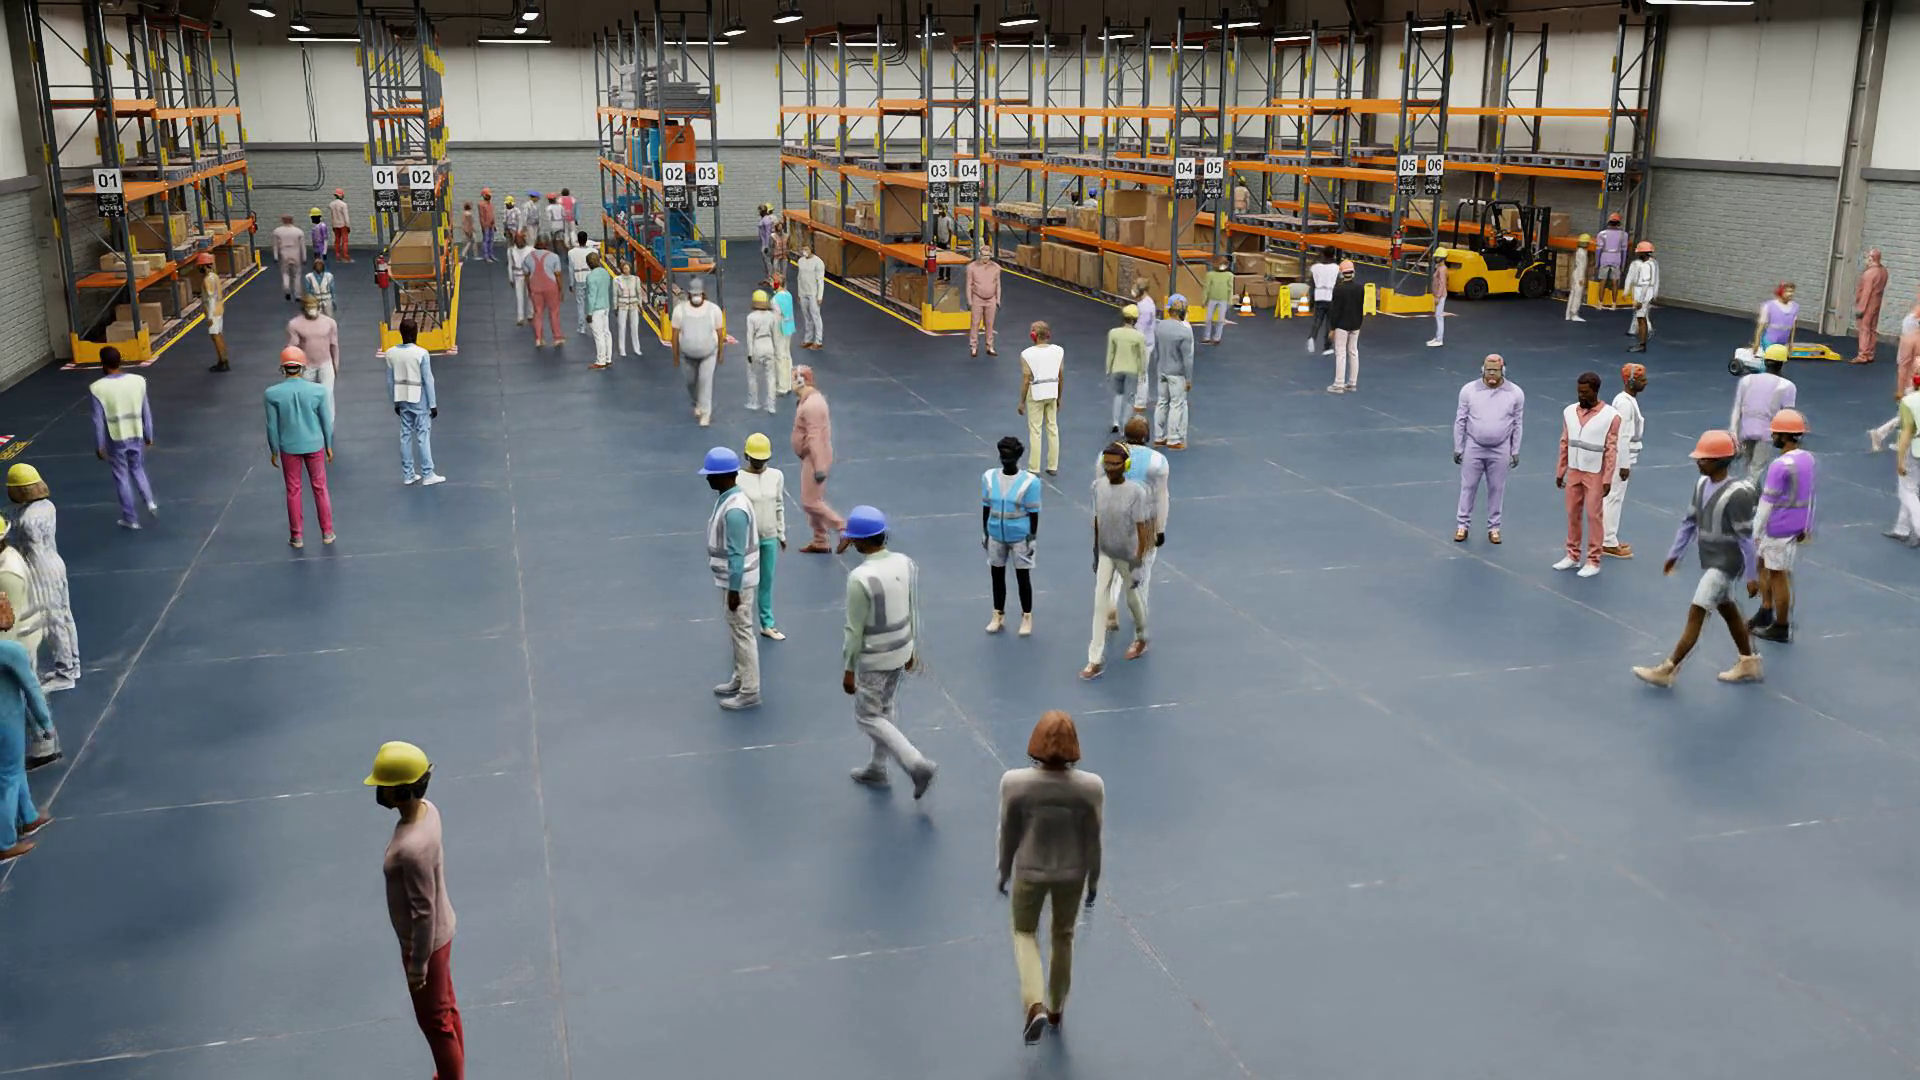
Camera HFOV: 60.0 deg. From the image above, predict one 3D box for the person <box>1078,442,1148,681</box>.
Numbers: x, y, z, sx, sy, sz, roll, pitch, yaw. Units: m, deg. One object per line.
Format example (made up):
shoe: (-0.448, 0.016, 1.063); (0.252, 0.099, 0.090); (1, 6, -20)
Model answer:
person: (1.244, 0.126, 12.895); (0.541, 1.833, 0.956); (9, 18, 31)

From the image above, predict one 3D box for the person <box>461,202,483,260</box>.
person: (-13.456, -8.484, 45.668); (0.518, 1.612, 0.532); (-7, 17, -25)

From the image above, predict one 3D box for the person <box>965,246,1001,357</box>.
person: (0.414, -4.127, 28.735); (0.639, 1.903, 0.409); (-5, 16, -17)

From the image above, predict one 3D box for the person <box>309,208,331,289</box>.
person: (-14.663, -6.634, 38.118); (0.369, 1.928, 0.585); (-13, 20, -41)

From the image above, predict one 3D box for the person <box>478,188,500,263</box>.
person: (-12.797, -8.527, 45.108); (0.375, 1.997, 0.611); (5, 16, 18)

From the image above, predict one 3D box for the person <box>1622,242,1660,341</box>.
person: (12.594, -4.568, 30.620); (0.595, 1.789, 0.839); (-5, 16, -17)

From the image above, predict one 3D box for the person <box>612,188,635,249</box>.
person: (-9.383, -8.917, 46.609); (0.664, 1.981, 0.631); (5, 16, 18)

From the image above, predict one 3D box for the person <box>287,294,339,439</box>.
person: (-8.497, -2.311, 21.917); (0.629, 1.904, 0.943); (-7, 16, -24)

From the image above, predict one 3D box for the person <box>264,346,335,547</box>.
person: (-6.535, -0.924, 16.501); (0.612, 1.995, 0.382); (-7, 17, -26)

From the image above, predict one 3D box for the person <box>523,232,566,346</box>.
person: (-7.465, -4.529, 29.981); (0.688, 2.000, 0.536); (1, 15, 5)

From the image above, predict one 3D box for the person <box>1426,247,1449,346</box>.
person: (8.599, -4.369, 29.900); (0.304, 1.772, 0.528); (4, 15, 14)

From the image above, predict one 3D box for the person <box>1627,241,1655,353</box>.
person: (11.924, -4.246, 29.114); (0.375, 1.935, 0.551); (8, 17, 28)

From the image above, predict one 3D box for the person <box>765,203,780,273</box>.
person: (-4.732, -7.503, 41.613); (0.416, 1.819, 0.607); (5, 16, 17)

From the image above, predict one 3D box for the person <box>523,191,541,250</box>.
person: (-11.704, -8.615, 45.673); (0.722, 1.879, 0.671); (7, 17, 25)

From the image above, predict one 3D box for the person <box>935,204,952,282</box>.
person: (-0.418, -7.239, 40.504); (0.328, 1.872, 0.510); (-13, 20, -40)

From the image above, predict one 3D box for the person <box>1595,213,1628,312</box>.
person: (13.605, -5.810, 34.794); (0.611, 2.042, 0.394); (5, 16, 18)

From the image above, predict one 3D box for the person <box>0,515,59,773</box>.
person: (-6.306, 0.684, 10.783); (0.658, 1.812, 0.626); (-11, 19, -36)

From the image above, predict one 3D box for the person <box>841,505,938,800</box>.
person: (-0.437, 0.727, 10.444); (0.721, 1.917, 0.650); (9, 18, 32)

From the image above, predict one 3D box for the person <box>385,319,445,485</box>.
person: (-6.295, -1.584, 19.139); (0.591, 1.916, 0.392); (5, 16, 17)

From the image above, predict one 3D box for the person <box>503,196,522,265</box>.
person: (-11.961, -8.252, 44.387); (0.602, 1.830, 0.404); (7, 17, 26)

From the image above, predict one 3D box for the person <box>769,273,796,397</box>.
person: (-2.660, -3.059, 24.821); (0.387, 1.846, 0.566); (4, 15, 13)

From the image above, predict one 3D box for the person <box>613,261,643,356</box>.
person: (-5.747, -4.008, 28.790); (0.516, 1.640, 0.310); (-8, 17, -27)

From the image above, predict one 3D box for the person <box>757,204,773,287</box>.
person: (-4.602, -6.976, 39.381); (0.359, 1.938, 0.632); (-3, 15, -12)

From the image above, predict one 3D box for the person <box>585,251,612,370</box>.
person: (-5.942, -3.757, 27.279); (0.373, 1.935, 0.628); (4, 15, 13)

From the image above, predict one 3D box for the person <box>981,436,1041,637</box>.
person: (0.418, -0.035, 13.750); (0.534, 1.692, 0.319); (7, 16, 25)

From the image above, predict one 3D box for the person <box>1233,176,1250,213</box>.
person: (9.017, -10.694, 53.402); (0.594, 1.922, 0.385); (6, 16, 23)

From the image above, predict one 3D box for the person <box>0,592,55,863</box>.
person: (-5.571, 1.049, 9.812); (0.518, 1.608, 0.684); (4, 15, 15)

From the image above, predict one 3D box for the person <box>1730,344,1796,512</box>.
person: (8.437, -1.124, 17.512); (1.028, 1.868, 0.594); (-12, 19, -37)

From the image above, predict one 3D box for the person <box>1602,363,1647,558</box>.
person: (6.443, -0.778, 16.169); (0.355, 1.883, 0.572); (5, 16, 19)

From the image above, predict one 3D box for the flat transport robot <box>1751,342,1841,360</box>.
flat transport robot: (14.279, -3.260, 28.597); (1.431, 0.197, 0.652); (2, 15, 8)

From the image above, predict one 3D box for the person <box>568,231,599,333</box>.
person: (-7.119, -4.891, 31.576); (0.598, 1.917, 0.378); (-6, 16, -20)

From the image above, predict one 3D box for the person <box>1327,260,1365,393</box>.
person: (5.827, -3.224, 25.168); (0.611, 1.990, 0.392); (-8, 17, -27)

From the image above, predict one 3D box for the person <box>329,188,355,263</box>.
person: (-16.772, -8.516, 45.073); (0.617, 1.990, 0.393); (7, 17, 25)

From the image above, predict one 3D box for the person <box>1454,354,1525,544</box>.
person: (5.263, -0.906, 16.604); (0.651, 1.906, 0.403); (4, 15, 14)

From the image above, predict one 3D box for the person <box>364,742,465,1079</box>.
person: (-2.312, 1.694, 7.091); (0.315, 1.767, 0.535); (-4, 15, -14)

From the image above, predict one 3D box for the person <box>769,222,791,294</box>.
person: (-4.099, -6.419, 37.860); (0.523, 1.639, 0.306); (-10, 18, -34)

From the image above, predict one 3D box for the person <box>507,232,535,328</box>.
person: (-8.501, -5.077, 32.456); (0.600, 1.828, 1.016); (-2, 15, -8)
